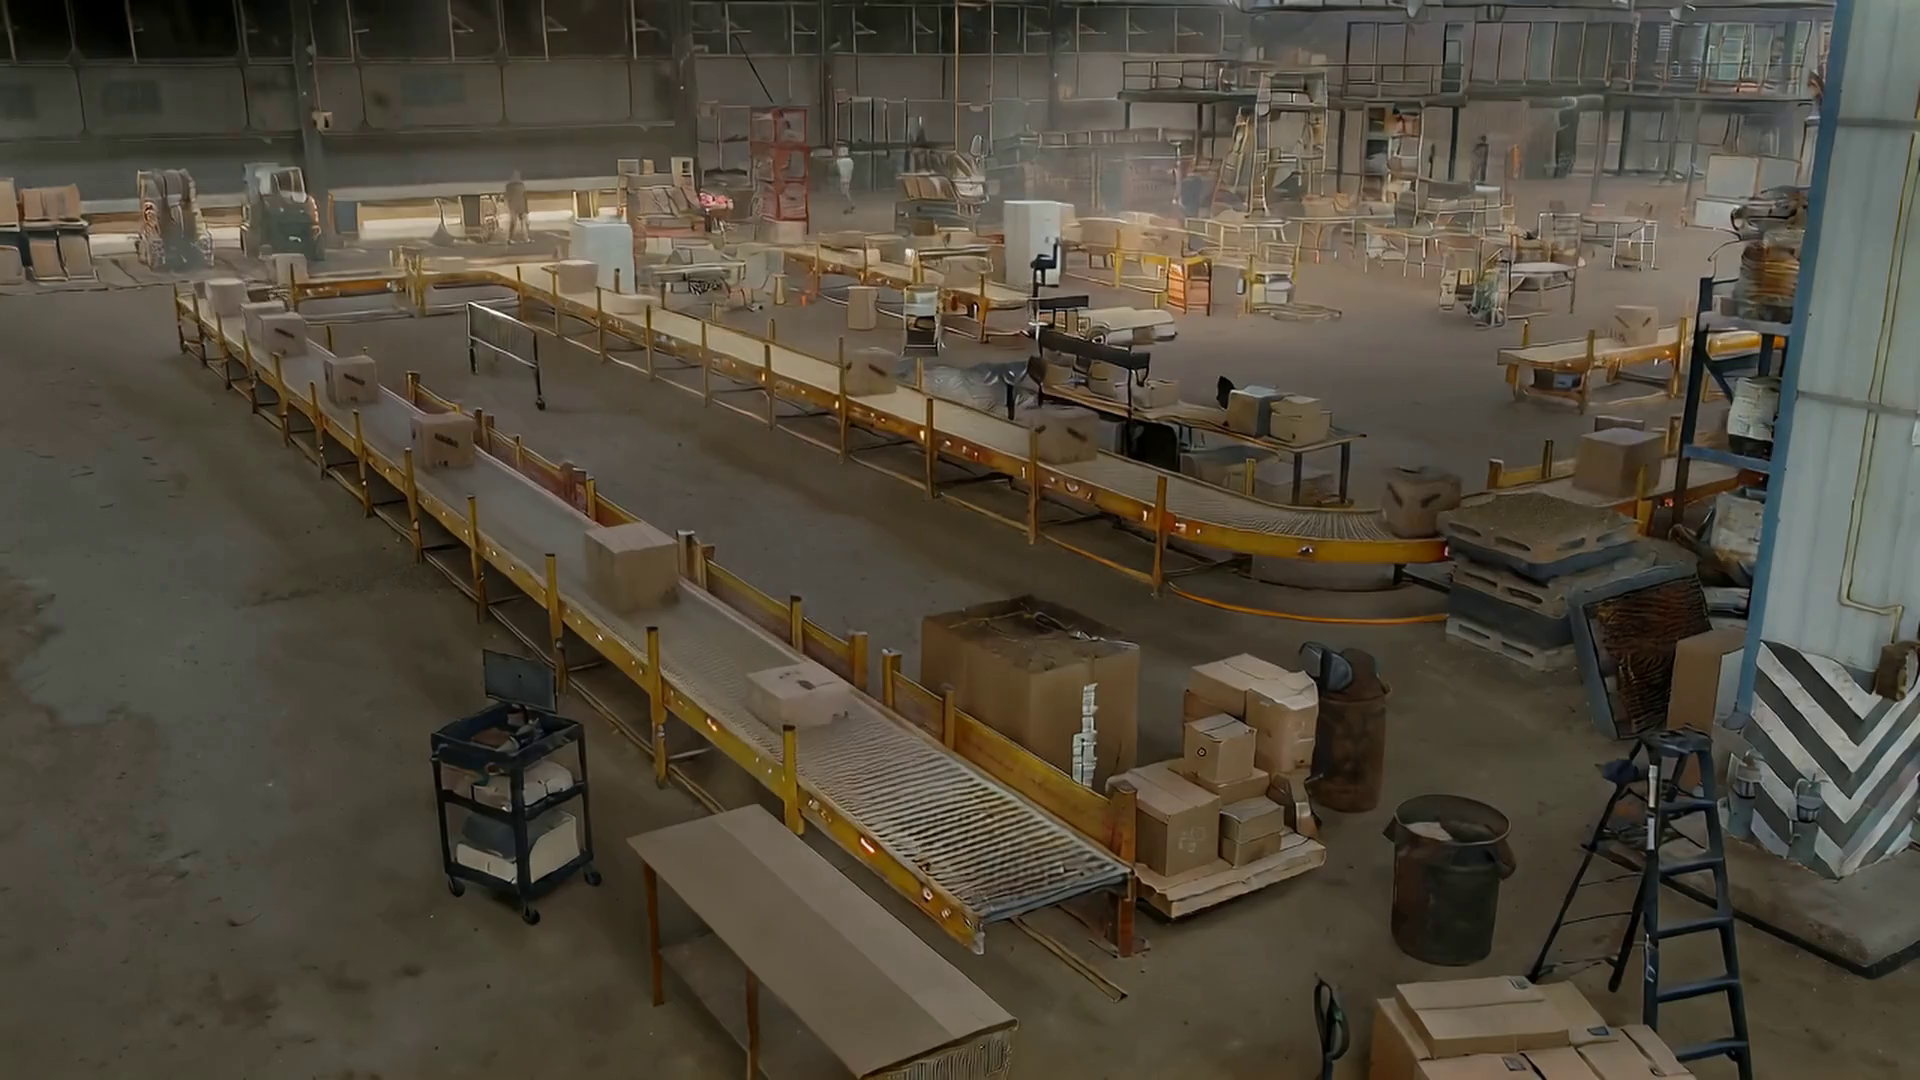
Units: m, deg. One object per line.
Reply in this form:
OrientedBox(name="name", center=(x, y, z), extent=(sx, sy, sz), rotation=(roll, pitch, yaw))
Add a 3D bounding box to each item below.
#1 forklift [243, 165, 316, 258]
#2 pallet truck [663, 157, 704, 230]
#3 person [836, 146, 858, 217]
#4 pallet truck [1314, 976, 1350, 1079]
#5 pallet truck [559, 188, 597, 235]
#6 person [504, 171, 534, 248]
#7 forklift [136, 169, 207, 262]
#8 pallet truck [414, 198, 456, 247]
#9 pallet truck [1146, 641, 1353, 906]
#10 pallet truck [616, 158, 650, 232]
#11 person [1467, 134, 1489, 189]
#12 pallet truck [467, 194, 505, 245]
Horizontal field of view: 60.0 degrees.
OrientedBox(name="forklift", center=(-15.898, -7.669, 38.708), extent=(1.157, 1.987, 2.680), rotation=(-11, 20, -33))
OrientedBox(name="pallet truck", center=(-7.586, -9.308, 44.692), extent=(0.823, 1.965, 1.885), rotation=(-11, 20, -33))
OrientedBox(name="person", center=(-3.326, -10.424, 48.366), extent=(0.471, 2.030, 0.624), rotation=(11, 20, 32))
OrientedBox(name="pallet truck", center=(2.299, 2.390, 7.086), extent=(1.601, 1.201, 0.680), rotation=(-2, 17, -7))
OrientedBox(name="pallet truck", center=(-10.010, -8.652, 43.699), extent=(0.653, 1.274, 1.630), rotation=(-10, 20, -31))
OrientedBox(name="person", center=(-10.965, -8.163, 41.098), extent=(0.631, 1.878, 0.912), rotation=(6, 18, 18))
OrientedBox(name="forklift", center=(-17.842, -7.318, 37.559), extent=(1.157, 1.987, 2.680), rotation=(-10, 20, -31))
OrientedBox(name="pallet truck", center=(-13.250, -8.060, 41.856), extent=(0.680, 1.201, 1.601), rotation=(-10, 20, -31))
OrientedBox(name="pallet truck", center=(1.664, 1.407, 10.232), extent=(1.630, 1.274, 0.653), rotation=(-10, 20, -31))
OrientedBox(name="pallet truck", center=(-8.918, -9.176, 44.255), extent=(0.823, 1.965, 1.885), rotation=(-9, 19, -27))
OrientedBox(name="person", center=(17.987, -13.103, 57.553), extent=(0.776, 1.850, 0.630), rotation=(6, 18, 20))
OrientedBox(name="pallet truck", center=(-11.983, -8.177, 42.137), extent=(0.704, 1.261, 1.522), rotation=(-11, 20, -33))
